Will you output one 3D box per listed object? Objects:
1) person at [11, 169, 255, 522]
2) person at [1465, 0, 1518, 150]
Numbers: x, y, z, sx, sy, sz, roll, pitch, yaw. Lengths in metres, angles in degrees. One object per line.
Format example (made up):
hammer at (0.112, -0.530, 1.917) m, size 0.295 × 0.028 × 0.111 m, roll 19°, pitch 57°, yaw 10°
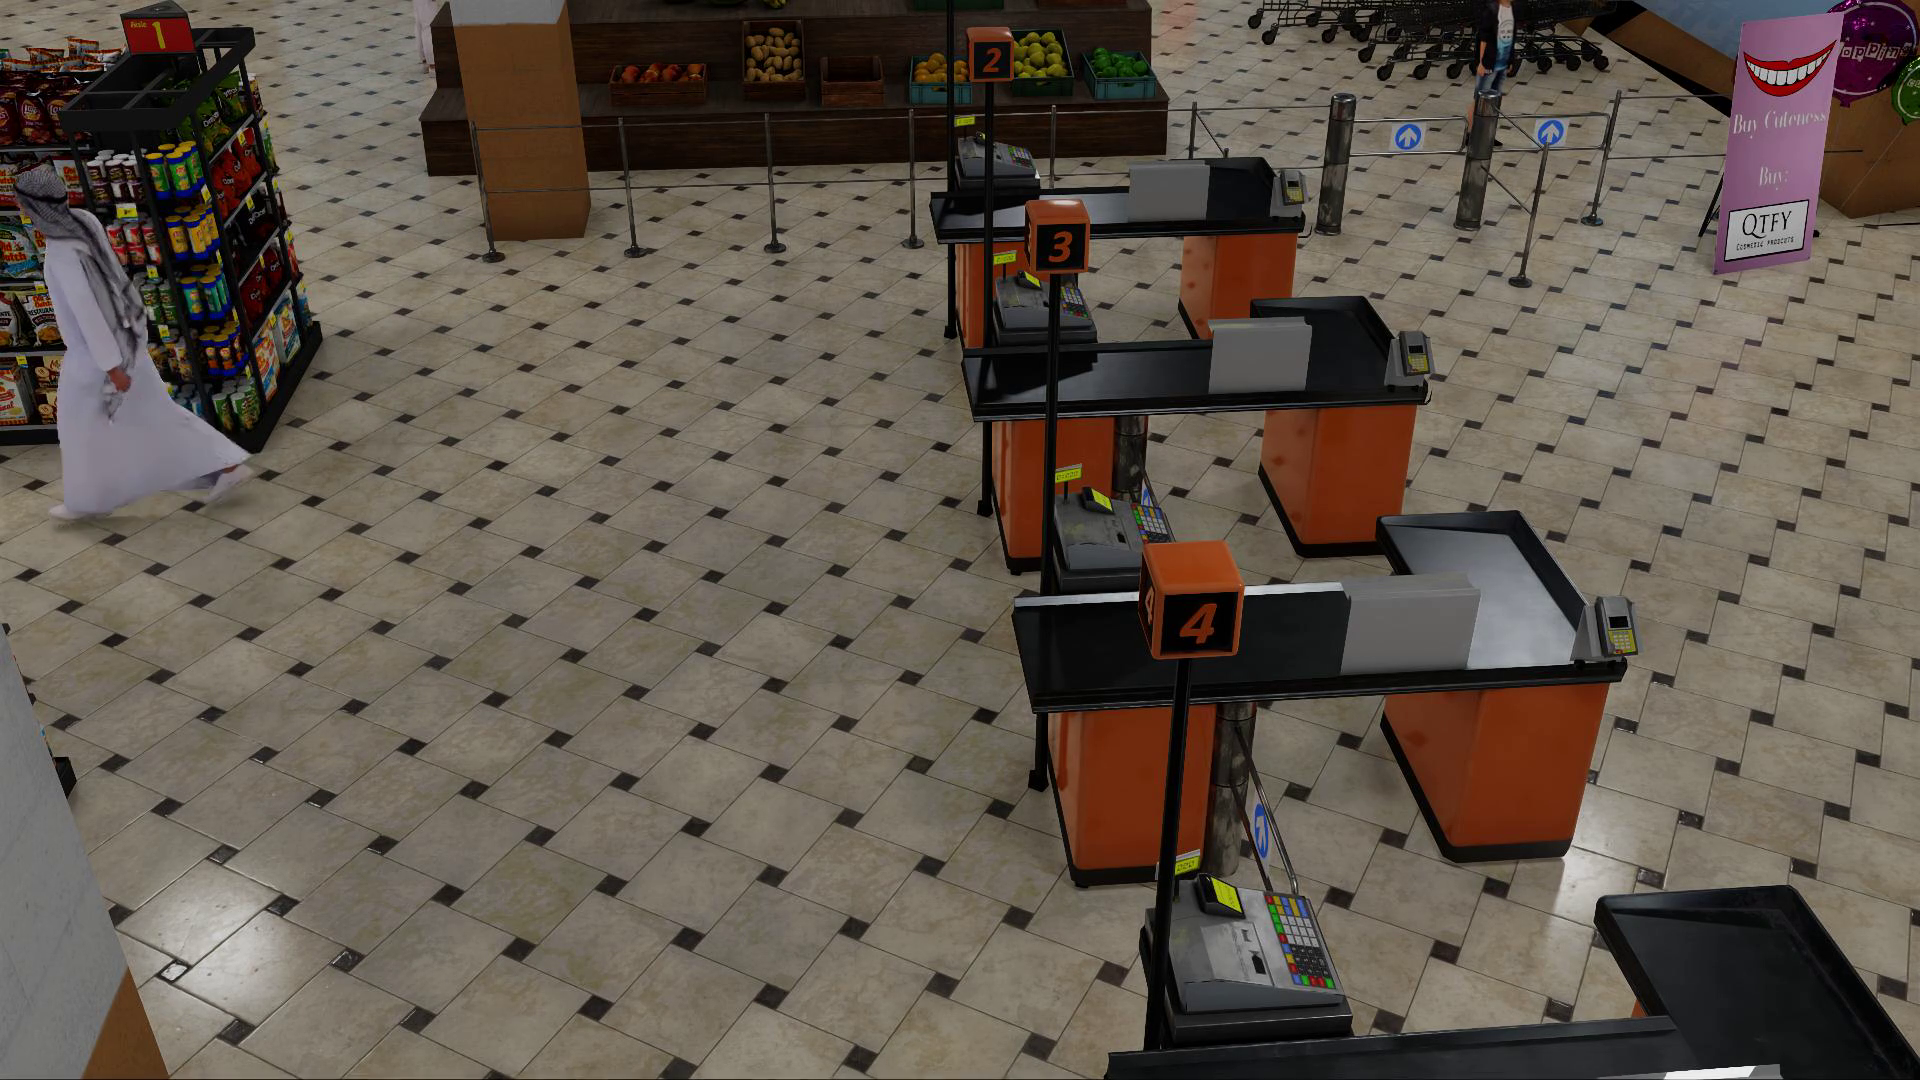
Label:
person at (-4.216, -0.959, 8.413) m, size 1.270 × 1.890 × 0.712 m, roll -6°, pitch 32°, yaw -9°
person at (4.365, -3.921, 13.593) m, size 0.591 × 1.447 × 0.680 m, roll -20°, pitch 37°, yaw -28°
